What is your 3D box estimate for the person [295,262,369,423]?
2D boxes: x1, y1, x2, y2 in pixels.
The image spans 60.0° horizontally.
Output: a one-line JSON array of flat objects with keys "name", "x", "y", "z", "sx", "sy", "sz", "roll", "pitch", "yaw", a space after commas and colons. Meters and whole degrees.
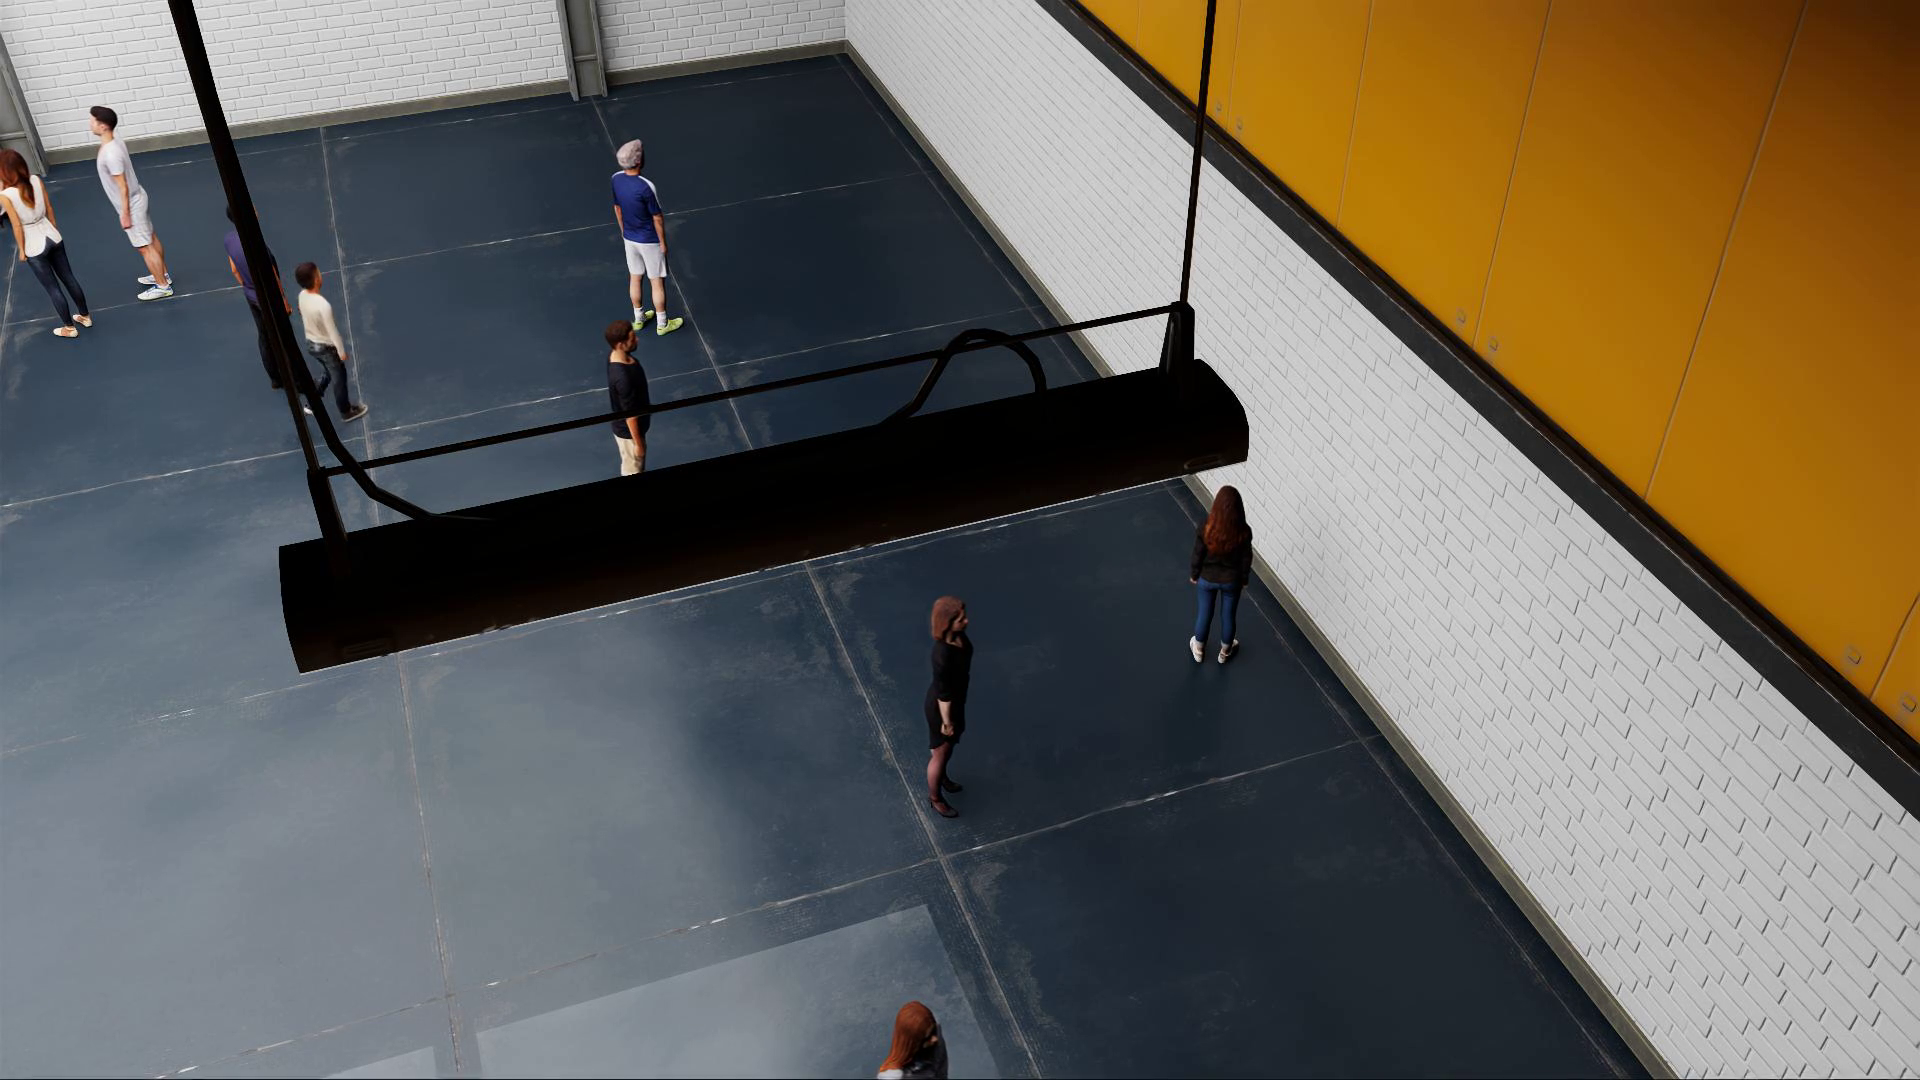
[{"name": "person", "x": -5.287, "y": -1.564, "z": 13.649, "sx": 0.760, "sy": 1.452, "sz": 0.848, "roll": 26, "pitch": 46, "yaw": 29}]

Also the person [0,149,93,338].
[{"name": "person", "x": -8.106, "y": -2.620, "z": 14.706, "sx": 0.715, "sy": 1.785, "sz": 0.661, "roll": 15, "pitch": 41, "yaw": 18}]

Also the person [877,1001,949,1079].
[{"name": "person", "x": -0.221, "y": 2.778, "z": 8.013, "sx": 0.738, "sy": 1.703, "sz": 0.676, "roll": 17, "pitch": 42, "yaw": 20}]

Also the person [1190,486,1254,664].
[{"name": "person", "x": 1.781, "y": 0.241, "z": 11.364, "sx": 0.591, "sy": 1.485, "sz": 0.697, "roll": 5, "pitch": 39, "yaw": 7}]

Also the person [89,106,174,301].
[{"name": "person", "x": -7.606, "y": -3.103, "z": 15.254, "sx": 0.558, "sy": 1.855, "sz": 0.674, "roll": -12, "pitch": 40, "yaw": -14}]

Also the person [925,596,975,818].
[{"name": "person", "x": -0.084, "y": 1.006, "z": 10.230, "sx": 0.658, "sy": 1.704, "sz": 0.661, "roll": 5, "pitch": 39, "yaw": 7}]

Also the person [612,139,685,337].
[{"name": "person", "x": -2.810, "y": -2.679, "z": 14.736, "sx": 0.719, "sy": 1.839, "sz": 0.771, "roll": 18, "pitch": 42, "yaw": 21}]

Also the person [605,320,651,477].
[{"name": "person", "x": -2.478, "y": -0.840, "z": 12.423, "sx": 0.532, "sy": 1.851, "sz": 0.634, "roll": -11, "pitch": 40, "yaw": -14}]

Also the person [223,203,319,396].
[{"name": "person", "x": -5.853, "y": -2.037, "z": 13.969, "sx": 0.714, "sy": 1.793, "sz": 0.754, "roll": 19, "pitch": 43, "yaw": 23}]
